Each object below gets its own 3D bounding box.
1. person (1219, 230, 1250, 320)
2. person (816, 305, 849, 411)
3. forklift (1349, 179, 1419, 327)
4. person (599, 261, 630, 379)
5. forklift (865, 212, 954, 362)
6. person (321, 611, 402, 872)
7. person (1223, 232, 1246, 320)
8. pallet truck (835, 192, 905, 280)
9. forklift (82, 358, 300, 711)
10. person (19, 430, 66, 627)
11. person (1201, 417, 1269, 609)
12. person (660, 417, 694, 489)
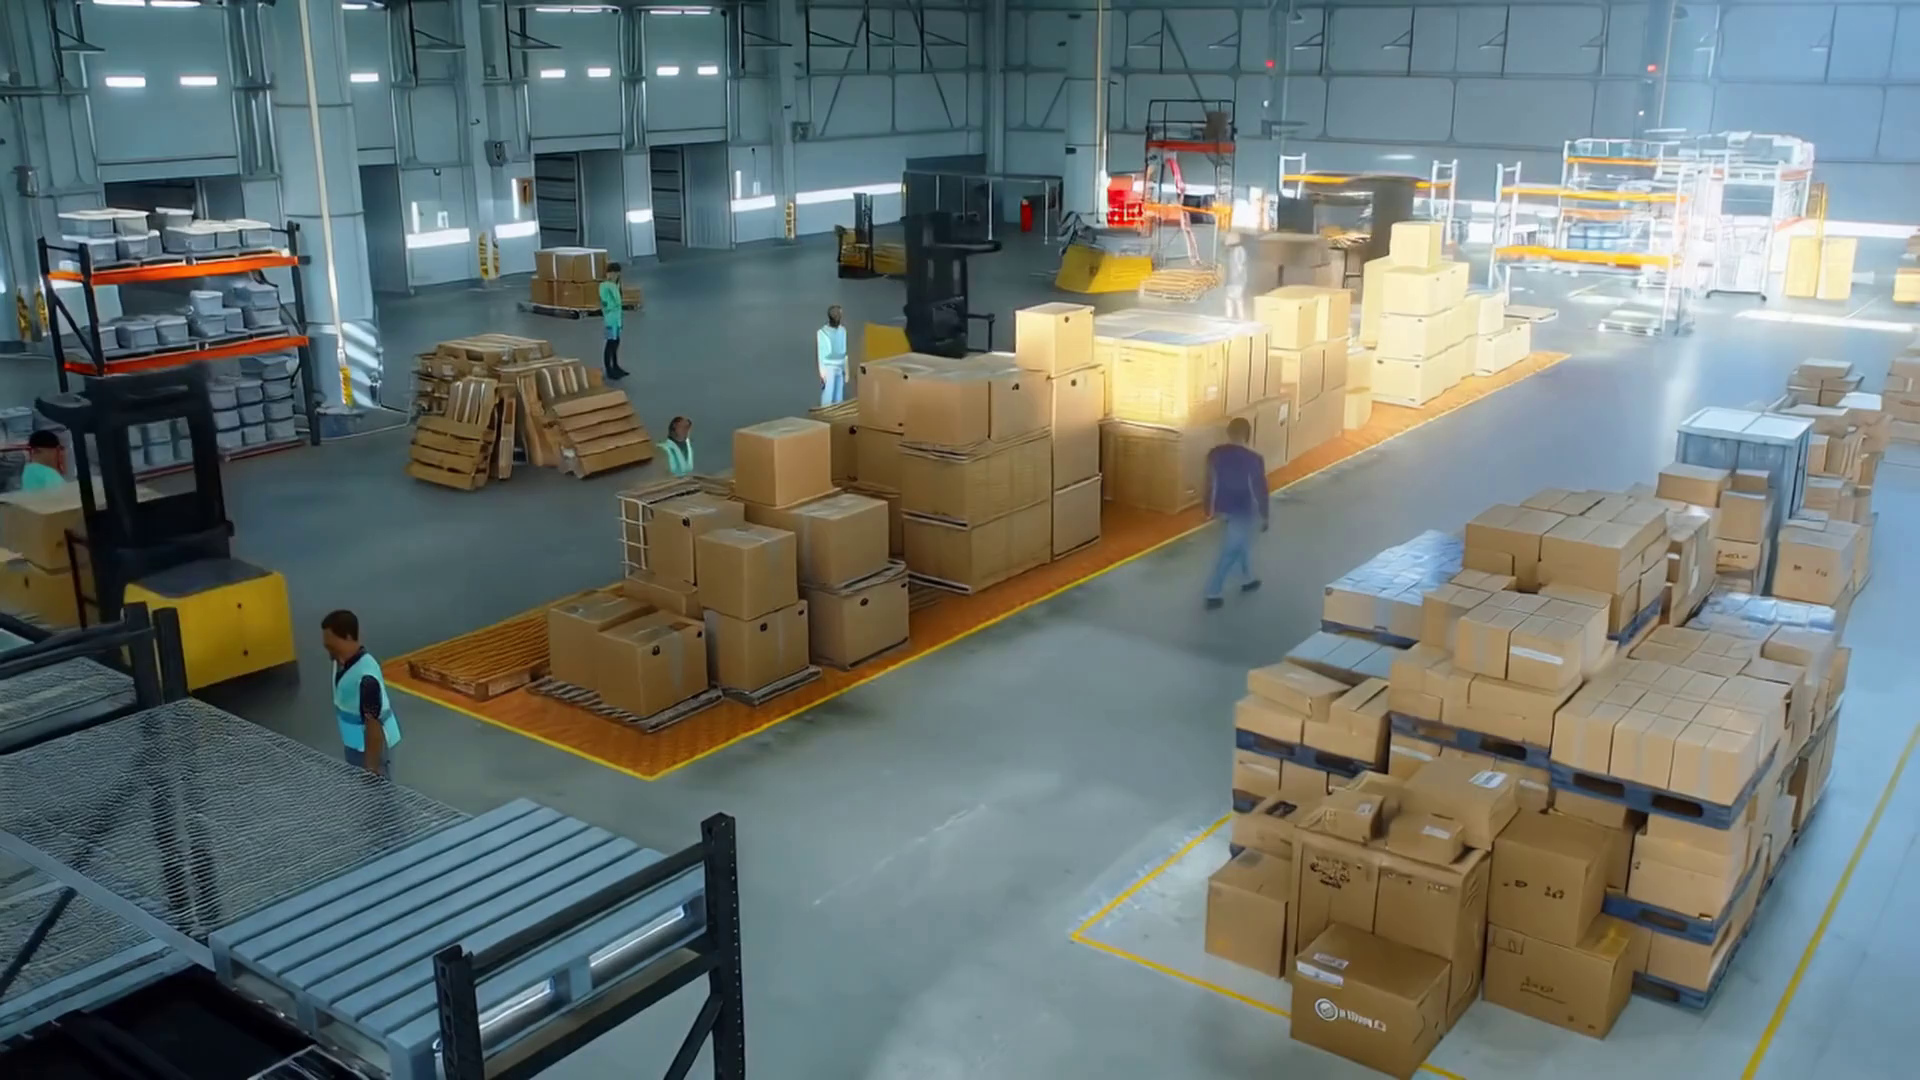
[{"bbox_3d":[5.289,-5.002,32.020,0.634,1.906,0.969,-3,17,-10],"label":"person"},{"bbox_3d":[-1.766,-2.349,23.271,0.351,1.878,0.569,13,21,38],"label":"person"},{"bbox_3d":[8.401,-5.486,31.941,1.873,2.768,1.129,10,19,29],"label":"forklift"},{"bbox_3d":[-5.685,-3.630,27.399,0.363,1.935,0.553,5,17,15],"label":"person"},{"bbox_3d":[-0.496,-3.696,26.012,1.873,2.768,1.129,12,20,34],"label":"forklift"},{"bbox_3d":[-3.903,1.360,10.940,0.392,1.908,0.595,-12,21,-34],"label":"person"},{"bbox_3d":[5.303,-4.972,31.946,0.615,1.884,0.574,-3,17,-9],"label":"person"},{"bbox_3d":[-1.936,-7.159,38.982,1.885,1.965,0.823,-12,21,-34],"label":"pallet truck"},{"bbox_3d":[-6.686,-0.097,14.096,1.873,2.768,1.129,14,22,38],"label":"forklift"},{"bbox_3d":[-8.551,-0.089,15.709,0.584,1.917,0.381,10,20,31],"label":"person"},{"bbox_3d":[2.708,-0.281,16.407,0.651,1.890,1.033,16,23,42],"label":"person"},{"bbox_3d":[-2.924,-0.500,17.615,0.830,1.602,0.535,12,20,34],"label":"person"}]
